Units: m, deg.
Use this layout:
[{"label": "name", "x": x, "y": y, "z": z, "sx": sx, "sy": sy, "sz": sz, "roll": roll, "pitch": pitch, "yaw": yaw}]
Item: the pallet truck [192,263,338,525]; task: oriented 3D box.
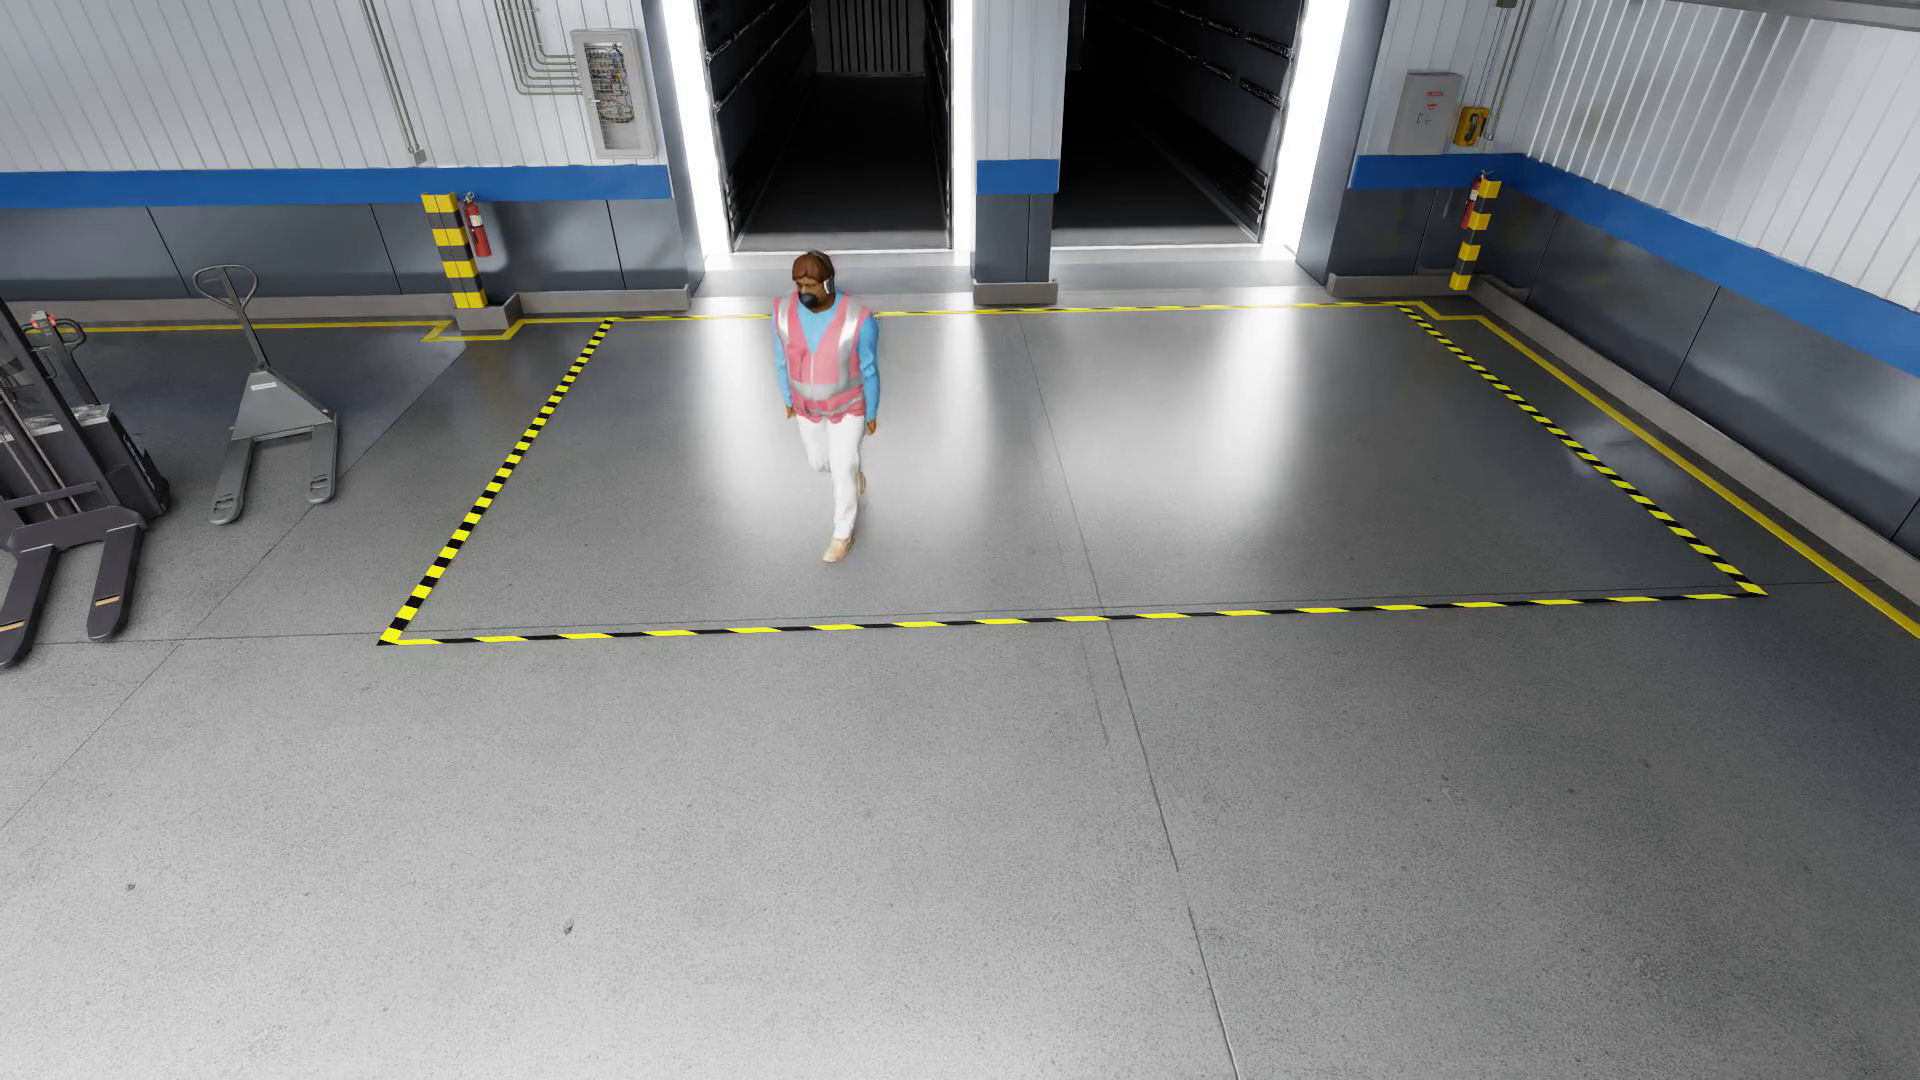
[{"label": "pallet truck", "x": -4.778, "y": -1.027, "z": 6.128, "sx": 0.680, "sy": 1.201, "sz": 1.601, "roll": -17, "pitch": 38, "yaw": -23}]

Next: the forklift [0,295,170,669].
[{"label": "forklift", "x": -5.212, "y": -0.618, "z": 4.878, "sx": 0.823, "sy": 1.965, "sz": 1.885, "roll": -20, "pitch": 39, "yaw": -26}]

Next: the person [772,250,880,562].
[{"label": "person", "x": -0.735, "y": -0.826, "z": 5.346, "sx": 0.634, "sy": 1.808, "sz": 0.841, "roll": 9, "pitch": 36, "yaw": 13}]
